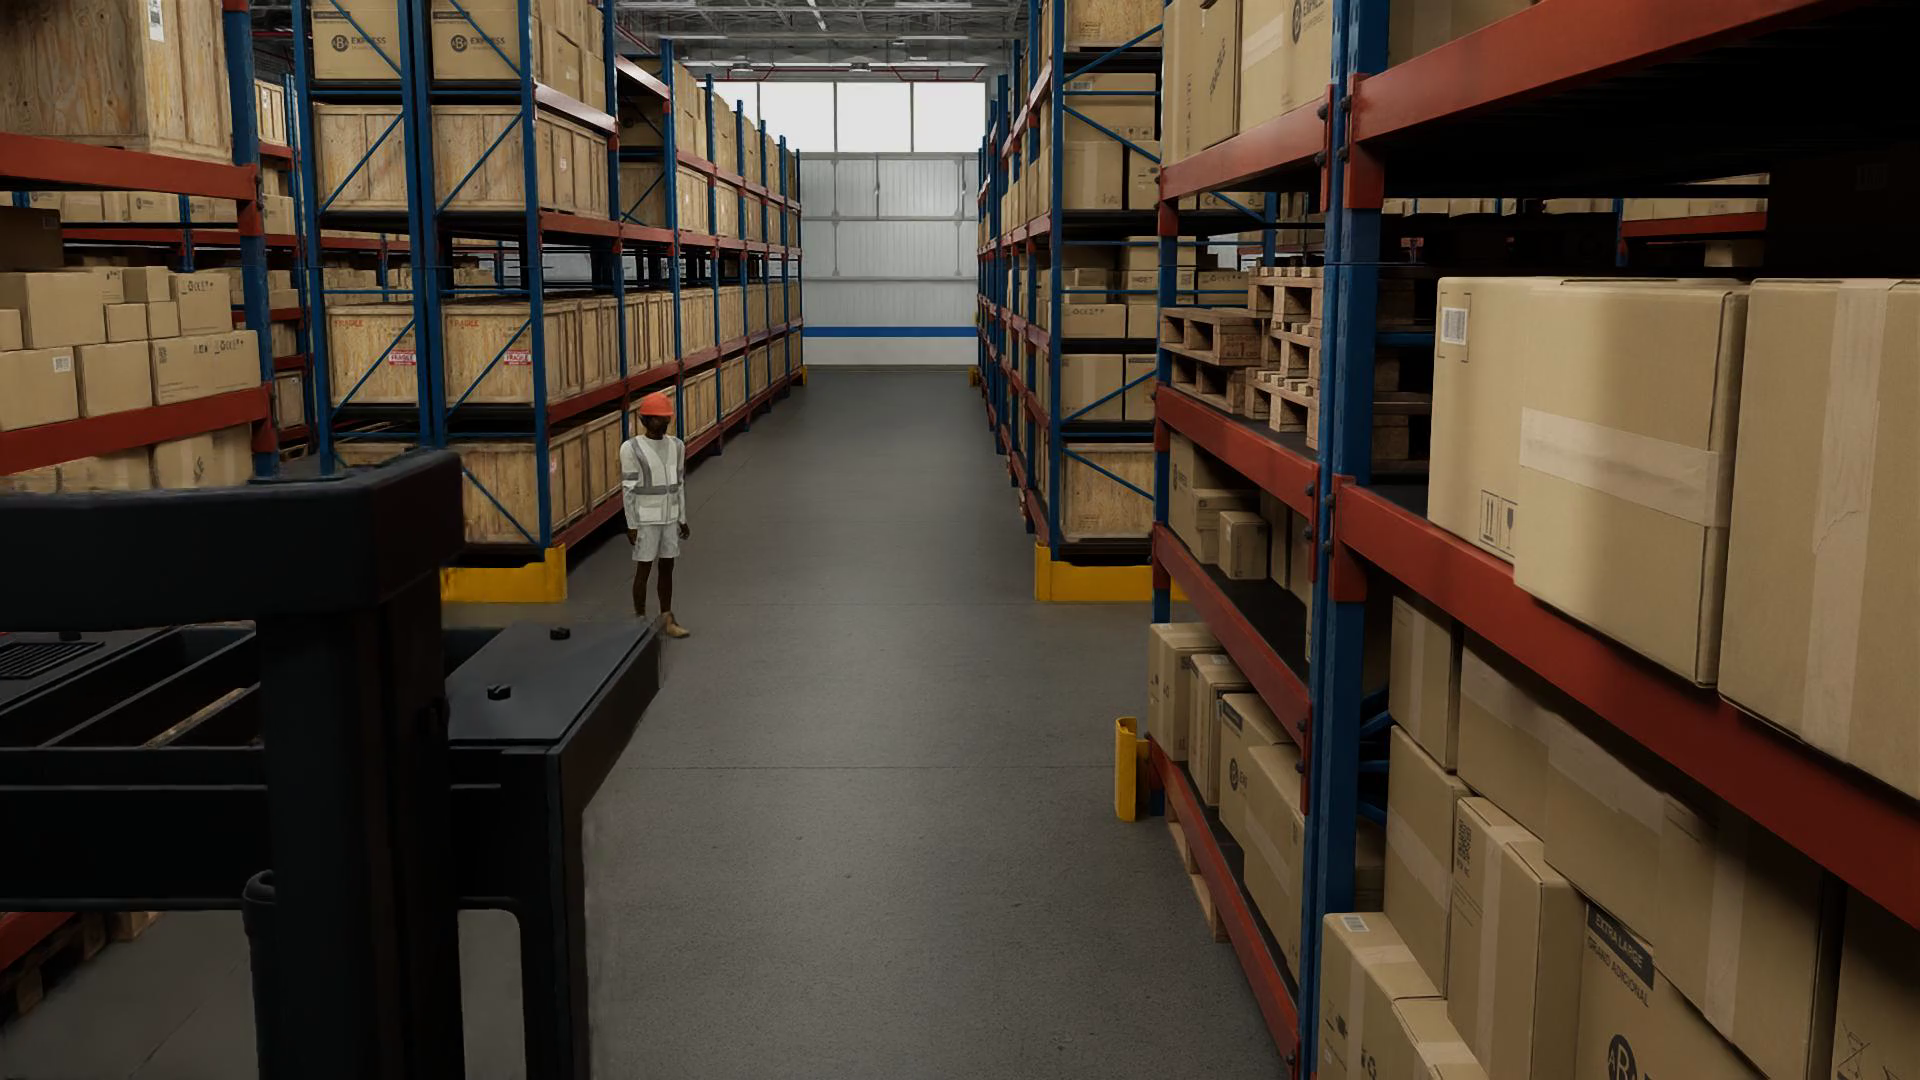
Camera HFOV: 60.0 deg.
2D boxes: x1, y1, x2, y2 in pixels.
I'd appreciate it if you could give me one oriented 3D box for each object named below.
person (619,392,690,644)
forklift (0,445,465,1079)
[{"bbox_3d":[-2.458,-0.182,13.521,0.365,2.047,0.608,8,12,41],"label":"person"},{"bbox_3d":[-1.048,1.280,2.008,1.129,2.768,1.873,0,9,-1],"label":"forklift"}]
